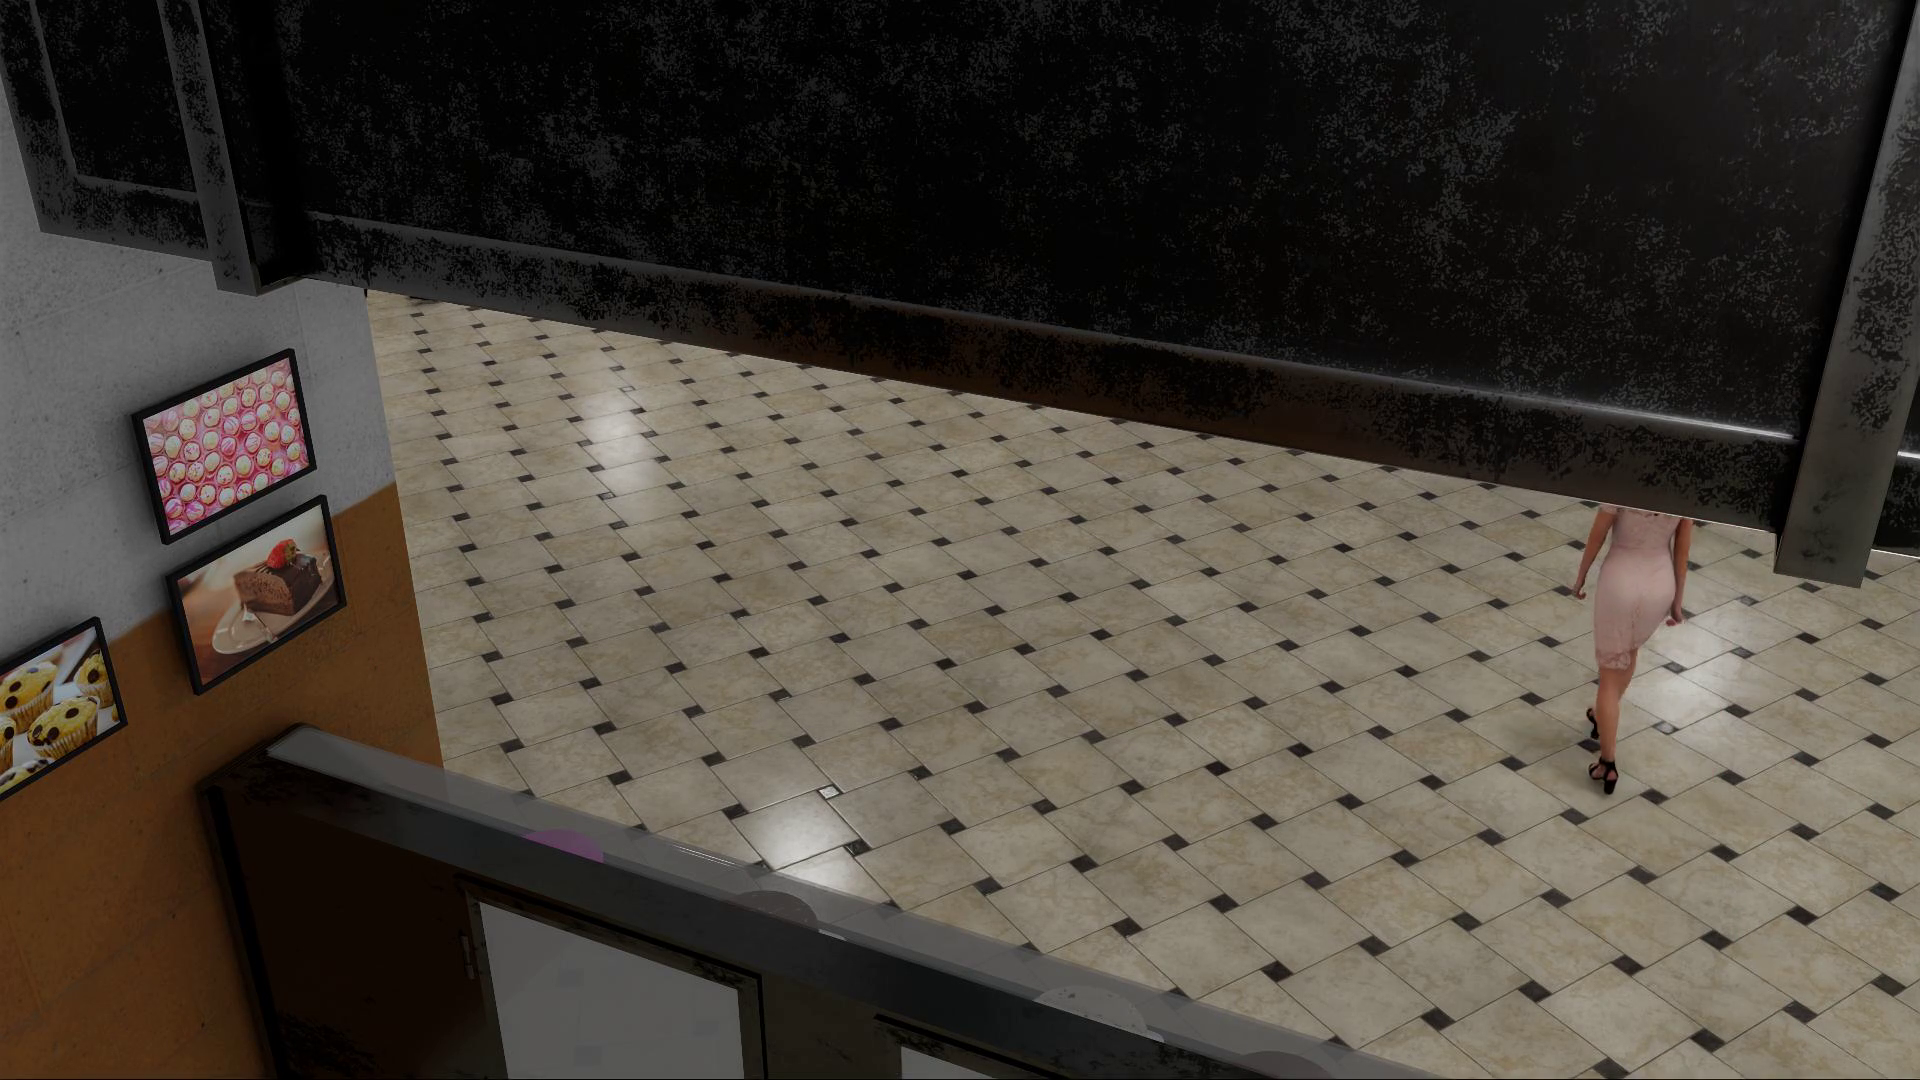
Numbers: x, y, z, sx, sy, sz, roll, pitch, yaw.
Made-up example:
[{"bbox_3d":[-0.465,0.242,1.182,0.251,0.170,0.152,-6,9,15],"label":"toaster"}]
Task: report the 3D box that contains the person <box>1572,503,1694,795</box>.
[{"bbox_3d":[2.977,0.315,7.303,0.785,1.804,0.971,1,27,2],"label":"person"}]
